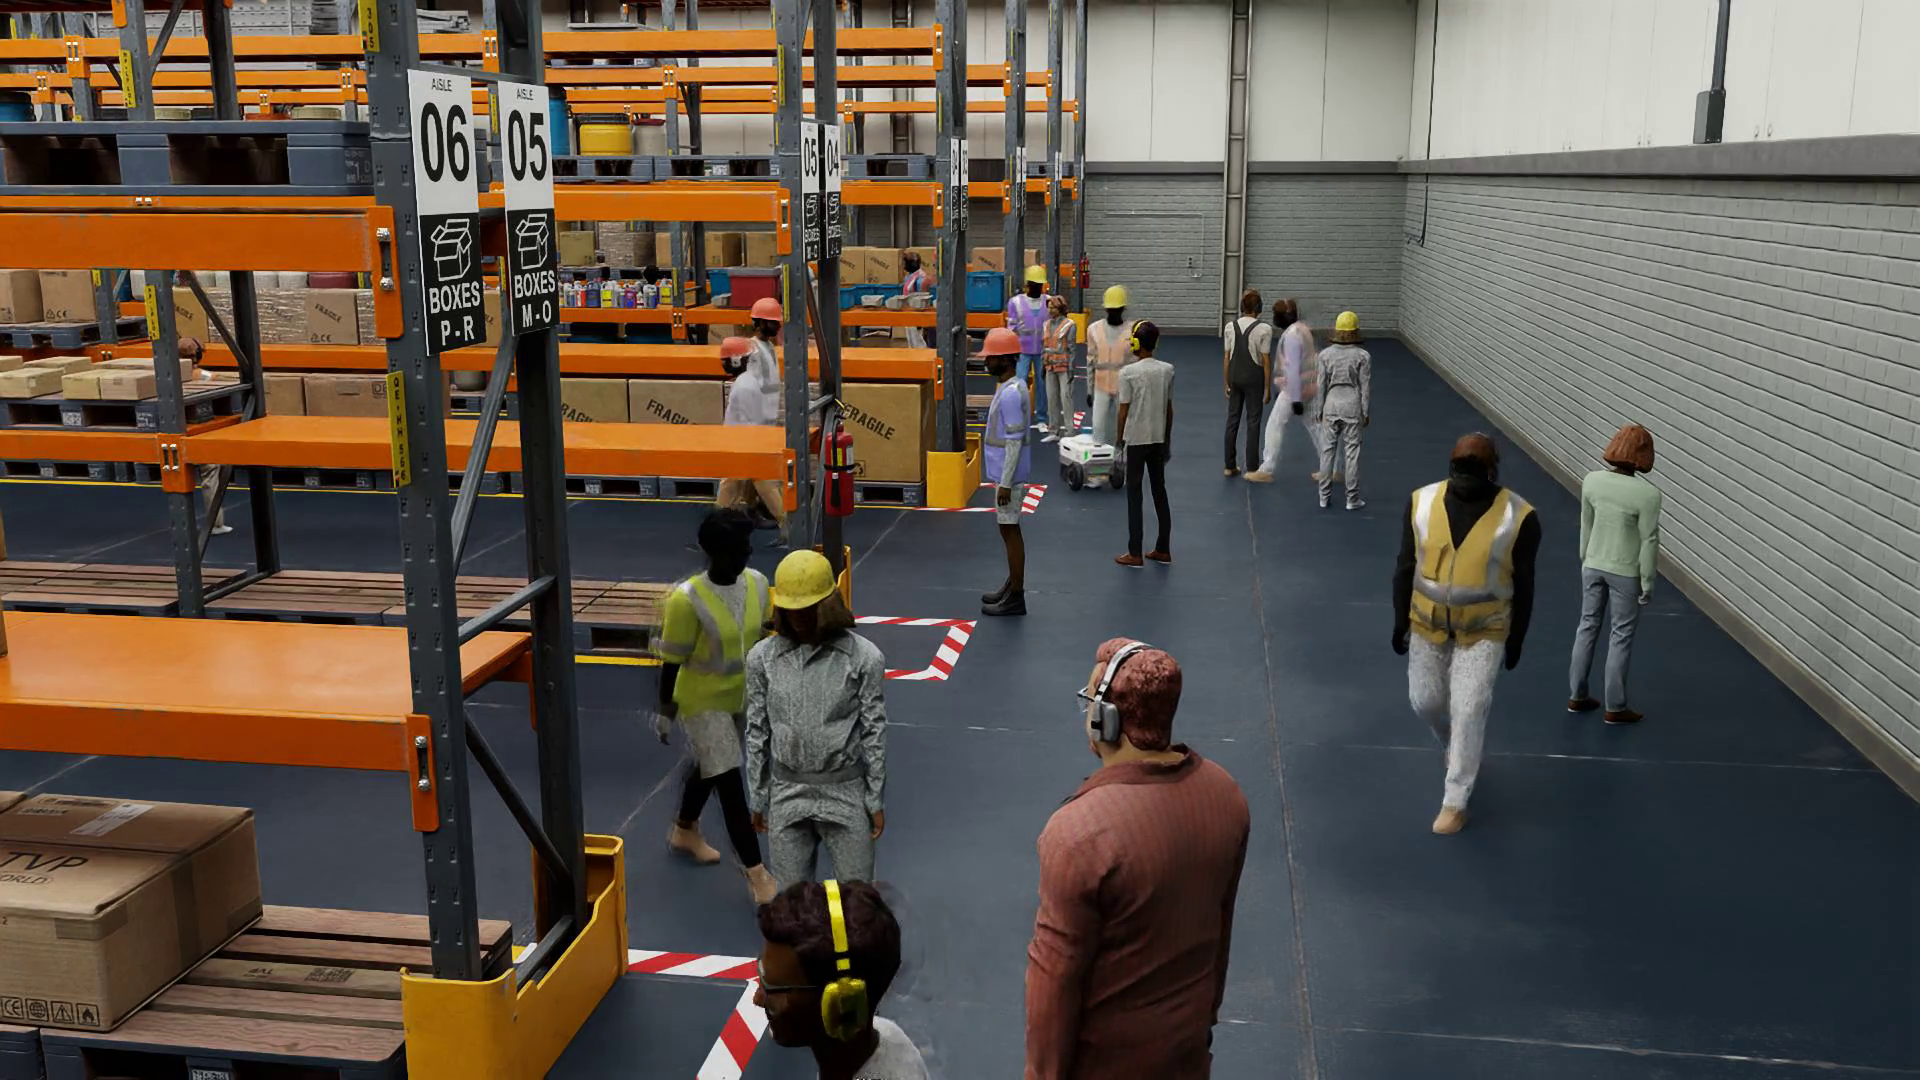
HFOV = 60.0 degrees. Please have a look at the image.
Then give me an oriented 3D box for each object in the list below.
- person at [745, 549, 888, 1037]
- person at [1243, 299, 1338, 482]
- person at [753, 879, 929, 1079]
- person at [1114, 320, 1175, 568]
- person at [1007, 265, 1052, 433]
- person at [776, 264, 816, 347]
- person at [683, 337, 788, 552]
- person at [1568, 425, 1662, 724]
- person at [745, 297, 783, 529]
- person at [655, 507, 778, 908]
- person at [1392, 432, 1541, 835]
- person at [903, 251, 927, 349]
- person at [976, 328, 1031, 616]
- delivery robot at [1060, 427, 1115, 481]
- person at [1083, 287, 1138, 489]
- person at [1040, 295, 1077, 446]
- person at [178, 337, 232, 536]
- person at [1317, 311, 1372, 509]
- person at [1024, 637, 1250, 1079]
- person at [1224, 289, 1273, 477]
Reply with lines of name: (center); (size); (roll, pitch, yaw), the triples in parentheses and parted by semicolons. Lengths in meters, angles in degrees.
person: (-0.490, 0.873, 5.640); (0.491, 1.733, 0.317); (2, 13, 8)
person: (3.231, -1.415, 15.912); (0.878, 1.779, 0.651); (6, 14, 24)
person: (-0.103, 1.442, 2.823); (0.793, 1.849, 0.518); (-1, 13, -6)
person: (1.388, -0.722, 12.553); (0.511, 1.862, 0.324); (-7, 14, -29)
person: (0.832, -2.159, 18.924); (0.601, 1.919, 0.399); (-3, 13, -12)
person: (-2.380, -3.208, 23.355); (0.679, 2.000, 0.535); (-8, 15, -33)
person: (-1.690, -0.744, 13.014); (0.916, 1.696, 0.572); (-1, 13, -3)
person: (3.550, 0.184, 8.989); (0.281, 1.625, 0.495); (-7, 14, -29)
person: (-1.621, -1.055, 13.901); (0.387, 1.929, 0.544); (3, 13, 11)
person: (-0.960, 0.659, 6.817); (0.908, 1.637, 0.566); (9, 16, 36)
person: (2.329, 0.383, 7.678); (0.629, 1.819, 0.753); (8, 15, 32)
person: (-0.658, -3.170, 23.638); (0.429, 1.841, 0.633); (-4, 13, -18)
person: (0.289, -0.454, 11.159); (0.369, 1.933, 0.553); (1, 13, 3)
delivery robot: (1.211, -0.827, 15.773); (0.477, 0.478, 0.707); (-4, 13, -16)
person: (1.417, -1.399, 15.509); (0.610, 1.887, 0.897); (5, 13, 22)
person: (1.075, -1.853, 18.174); (0.320, 1.631, 0.525); (-11, 16, -40)
person: (-6.249, -0.841, 13.610); (0.509, 1.629, 0.315); (1, 13, 6)
person: (3.399, -1.147, 14.723); (0.487, 1.746, 0.290); (7, 14, 28)
person: (0.386, 1.164, 3.954); (0.647, 1.900, 0.402); (-11, 17, -41)
person: (2.783, -1.500, 16.111); (0.504, 1.839, 0.341); (9, 15, 36)
